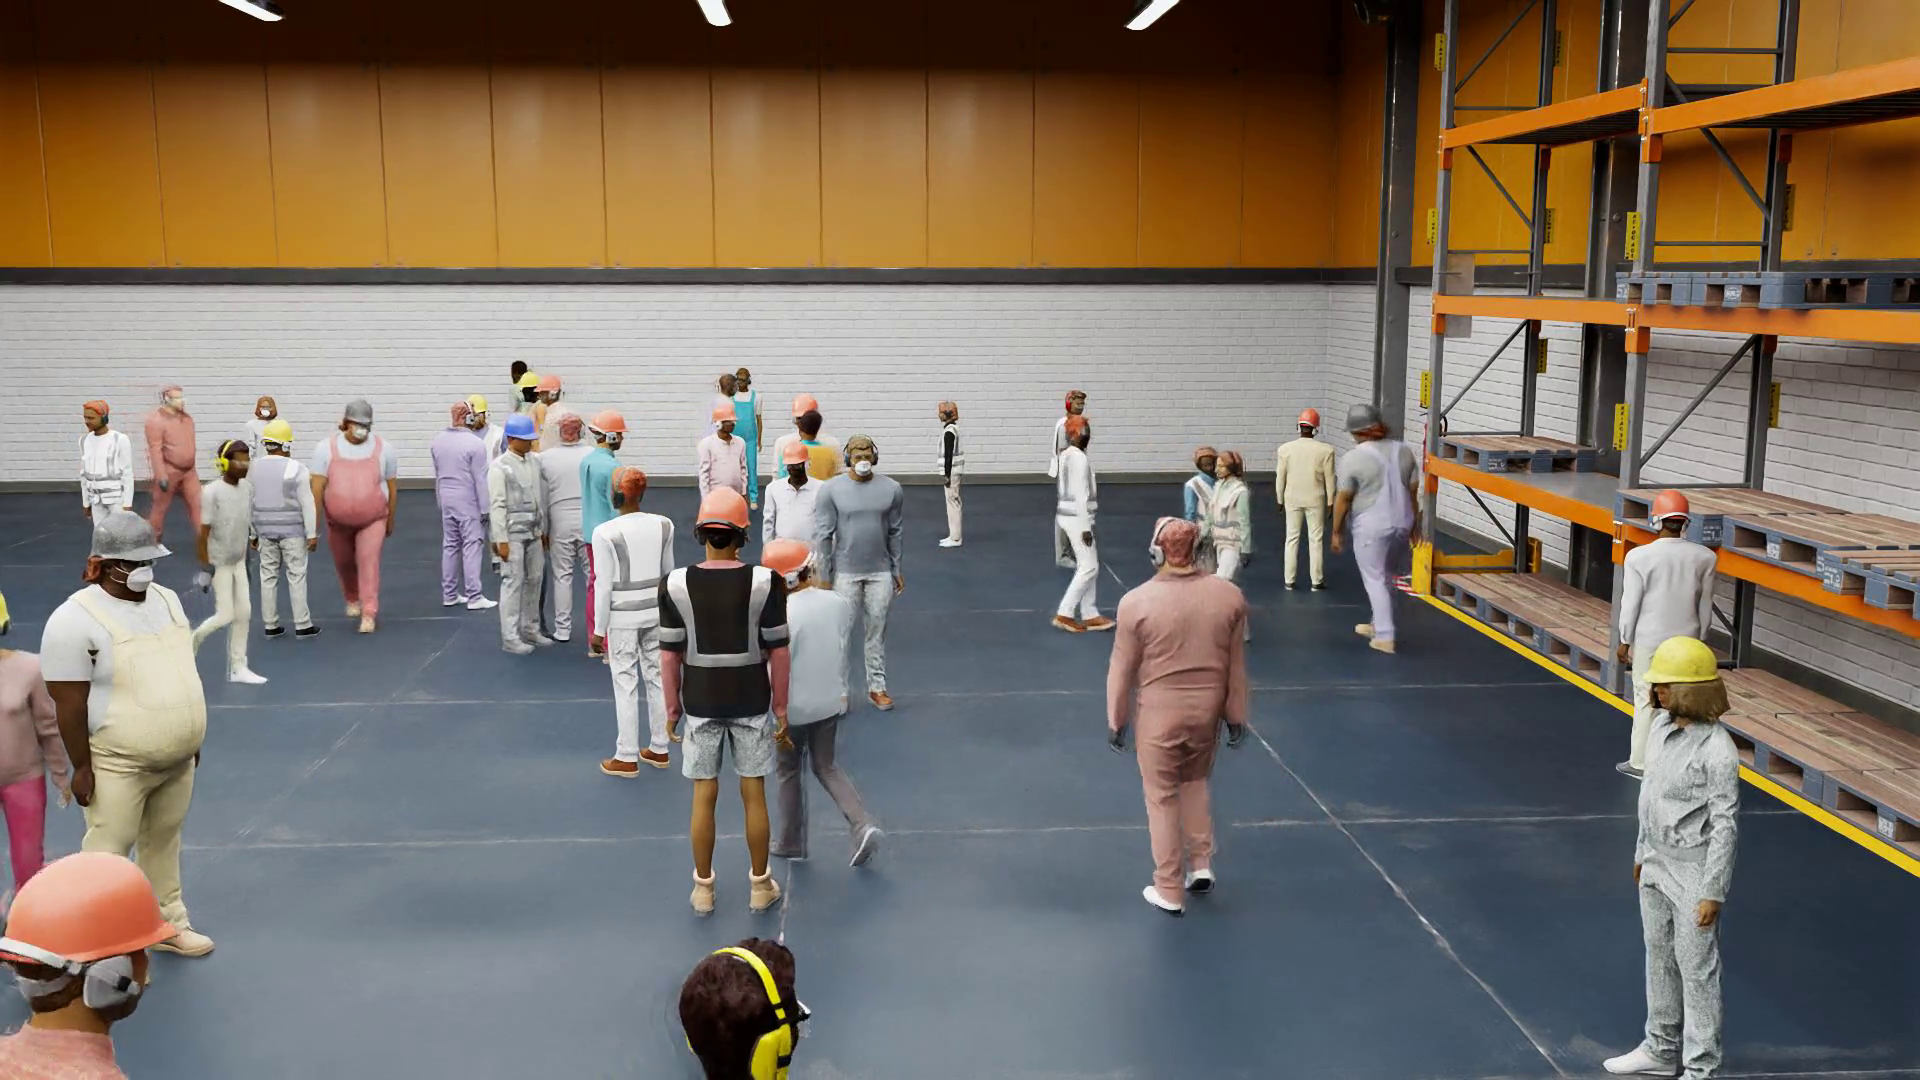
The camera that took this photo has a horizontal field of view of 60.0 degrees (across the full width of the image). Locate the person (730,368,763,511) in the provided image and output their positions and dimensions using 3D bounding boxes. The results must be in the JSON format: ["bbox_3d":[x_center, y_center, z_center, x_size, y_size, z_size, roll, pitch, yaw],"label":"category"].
[{"bbox_3d":[-2.787,-1.293,21.392,0.508,1.845,0.345,0,9,-2],"label":"person"}]

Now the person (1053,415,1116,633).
[{"bbox_3d":[1.060,-0.128,14.107,0.508,1.857,0.632,0,9,-1],"label":"person"}]

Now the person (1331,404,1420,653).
[{"bbox_3d":[3.319,-0.130,13.472,0.709,2.000,0.732,-4,10,-25],"label":"person"}]

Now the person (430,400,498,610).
[{"bbox_3d":[-4.490,-0.318,15.117,0.649,1.900,0.398,5,11,31],"label":"person"}]

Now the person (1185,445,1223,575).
[{"bbox_3d":[2.101,-0.004,14.004,0.549,1.609,0.403,-6,11,-35],"label":"person"}]

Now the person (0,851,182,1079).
[{"bbox_3d":[-1.591,1.556,3.099,0.616,1.972,0.457,4,10,25],"label":"person"}]

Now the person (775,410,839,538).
[{"bbox_3d":[-1.357,-0.155,14.159,0.697,1.884,0.504,-7,11,-36],"label":"person"}]

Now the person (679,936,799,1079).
[{"bbox_3d":[-0.344,1.625,3.136,0.506,1.828,0.908,9,12,43],"label":"person"}]

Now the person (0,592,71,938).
[{"bbox_3d":[-4.134,1.021,7.151,0.542,1.751,0.572,-5,10,-27],"label":"person"}]

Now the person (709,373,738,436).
[{"bbox_3d":[-2.889,-1.129,20.423,0.388,1.825,0.554,-7,11,-37],"label":"person"}]

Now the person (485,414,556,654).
[{"bbox_3d":[-3.522,-0.049,13.326,0.420,1.933,0.619,3,10,20],"label":"person"}]

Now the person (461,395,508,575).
[{"bbox_3d":[-4.846,-0.557,16.808,0.600,1.829,0.404,-2,9,-13],"label":"person"}]

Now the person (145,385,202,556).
[{"bbox_3d":[-8.368,-0.728,17.814,0.990,1.850,0.663,3,10,20],"label":"person"}]

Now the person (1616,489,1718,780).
[{"bbox_3d":[4.217,0.569,9.983,0.563,1.751,0.329,-1,9,-4],"label":"person"}]

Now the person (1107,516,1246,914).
[{"bbox_3d":[1.018,0.829,7.927,0.672,1.886,0.455,-3,9,-17],"label":"person"}]

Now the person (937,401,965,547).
[{"bbox_3d":[-0.104,-0.737,18.579,0.316,1.629,0.508,1,9,6],"label":"person"}]

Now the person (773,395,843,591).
[{"bbox_3d":[-1.330,-0.274,14.520,0.625,1.992,0.386,0,9,2],"label":"person"}]

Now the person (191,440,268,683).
[{"bbox_3d":[-5.462,0.171,12.249,0.625,1.841,0.529,2,9,13],"label":"person"}]

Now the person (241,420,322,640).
[{"bbox_3d":[-5.623,-0.080,13.810,0.603,1.830,0.404,1,9,5],"label":"person"}]

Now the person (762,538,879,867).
[{"bbox_3d":[-0.742,0.838,8.443,0.676,1.708,0.557,8,12,40],"label":"person"}]

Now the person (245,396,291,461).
[{"bbox_3d":[-8.031,-0.862,19.345,0.507,1.631,0.280,-8,12,-42],"label":"person"}]

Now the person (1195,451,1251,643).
[{"bbox_3d":[2.091,0.081,13.494,0.677,1.612,0.531,-2,9,-13],"label":"person"}]

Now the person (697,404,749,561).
[{"bbox_3d":[-2.334,-0.474,16.522,0.565,1.755,0.319,-9,13,-44],"label":"person"}]

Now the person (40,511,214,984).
[{"bbox_3d":[-3.514,0.875,7.161,0.536,2.000,0.688,3,10,18],"label":"person"}]

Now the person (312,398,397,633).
[{"bbox_3d":[-5.210,-0.271,14.361,0.685,2.000,0.977,-2,9,-13],"label":"person"}]

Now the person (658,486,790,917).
[{"bbox_3d":[-1.103,0.765,7.849,0.607,2.044,0.377,-1,9,-4],"label":"person"}]

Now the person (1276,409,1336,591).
[{"bbox_3d":[3.324,-0.387,15.986,0.573,1.749,0.342,3,10,20],"label":"person"}]

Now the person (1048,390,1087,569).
[{"bbox_3d":[1.129,-0.633,17.256,0.396,1.841,0.565,3,9,17],"label":"person"}]

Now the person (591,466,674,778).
[{"bbox_3d":[-1.978,0.490,10.069,0.352,1.884,0.579,8,12,41],"label":"person"}]

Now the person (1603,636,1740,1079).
[{"bbox_3d":[2.597,1.202,6.046,0.325,1.740,0.492,-1,9,-8],"label":"person"}]

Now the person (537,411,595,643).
[{"bbox_3d":[-3.181,-0.106,13.741,0.639,1.910,0.406,-2,9,-15],"label":"person"}]

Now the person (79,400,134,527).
[{"bbox_3d":[-7.921,-0.364,15.463,0.580,1.879,0.350,3,9,16],"label":"person"}]

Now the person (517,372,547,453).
[{"bbox_3d":[-4.899,-0.994,19.303,0.414,1.916,0.588,-4,10,-22],"label":"person"}]

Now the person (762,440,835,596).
[{"bbox_3d":[-1.261,0.090,12.992,0.576,1.749,0.335,1,9,4],"label":"person"}]

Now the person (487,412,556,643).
[{"bbox_3d":[-3.559,-0.083,13.567,0.389,1.922,0.555,8,12,43],"label":"person"}]

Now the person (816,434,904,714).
[{"bbox_3d":[-0.683,0.231,11.522,0.635,1.938,0.359,-3,10,-21],"label":"person"}]

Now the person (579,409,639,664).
[{"bbox_3d":[-2.751,-0.029,13.029,0.402,1.986,0.611,-7,11,-37],"label":"person"}]
